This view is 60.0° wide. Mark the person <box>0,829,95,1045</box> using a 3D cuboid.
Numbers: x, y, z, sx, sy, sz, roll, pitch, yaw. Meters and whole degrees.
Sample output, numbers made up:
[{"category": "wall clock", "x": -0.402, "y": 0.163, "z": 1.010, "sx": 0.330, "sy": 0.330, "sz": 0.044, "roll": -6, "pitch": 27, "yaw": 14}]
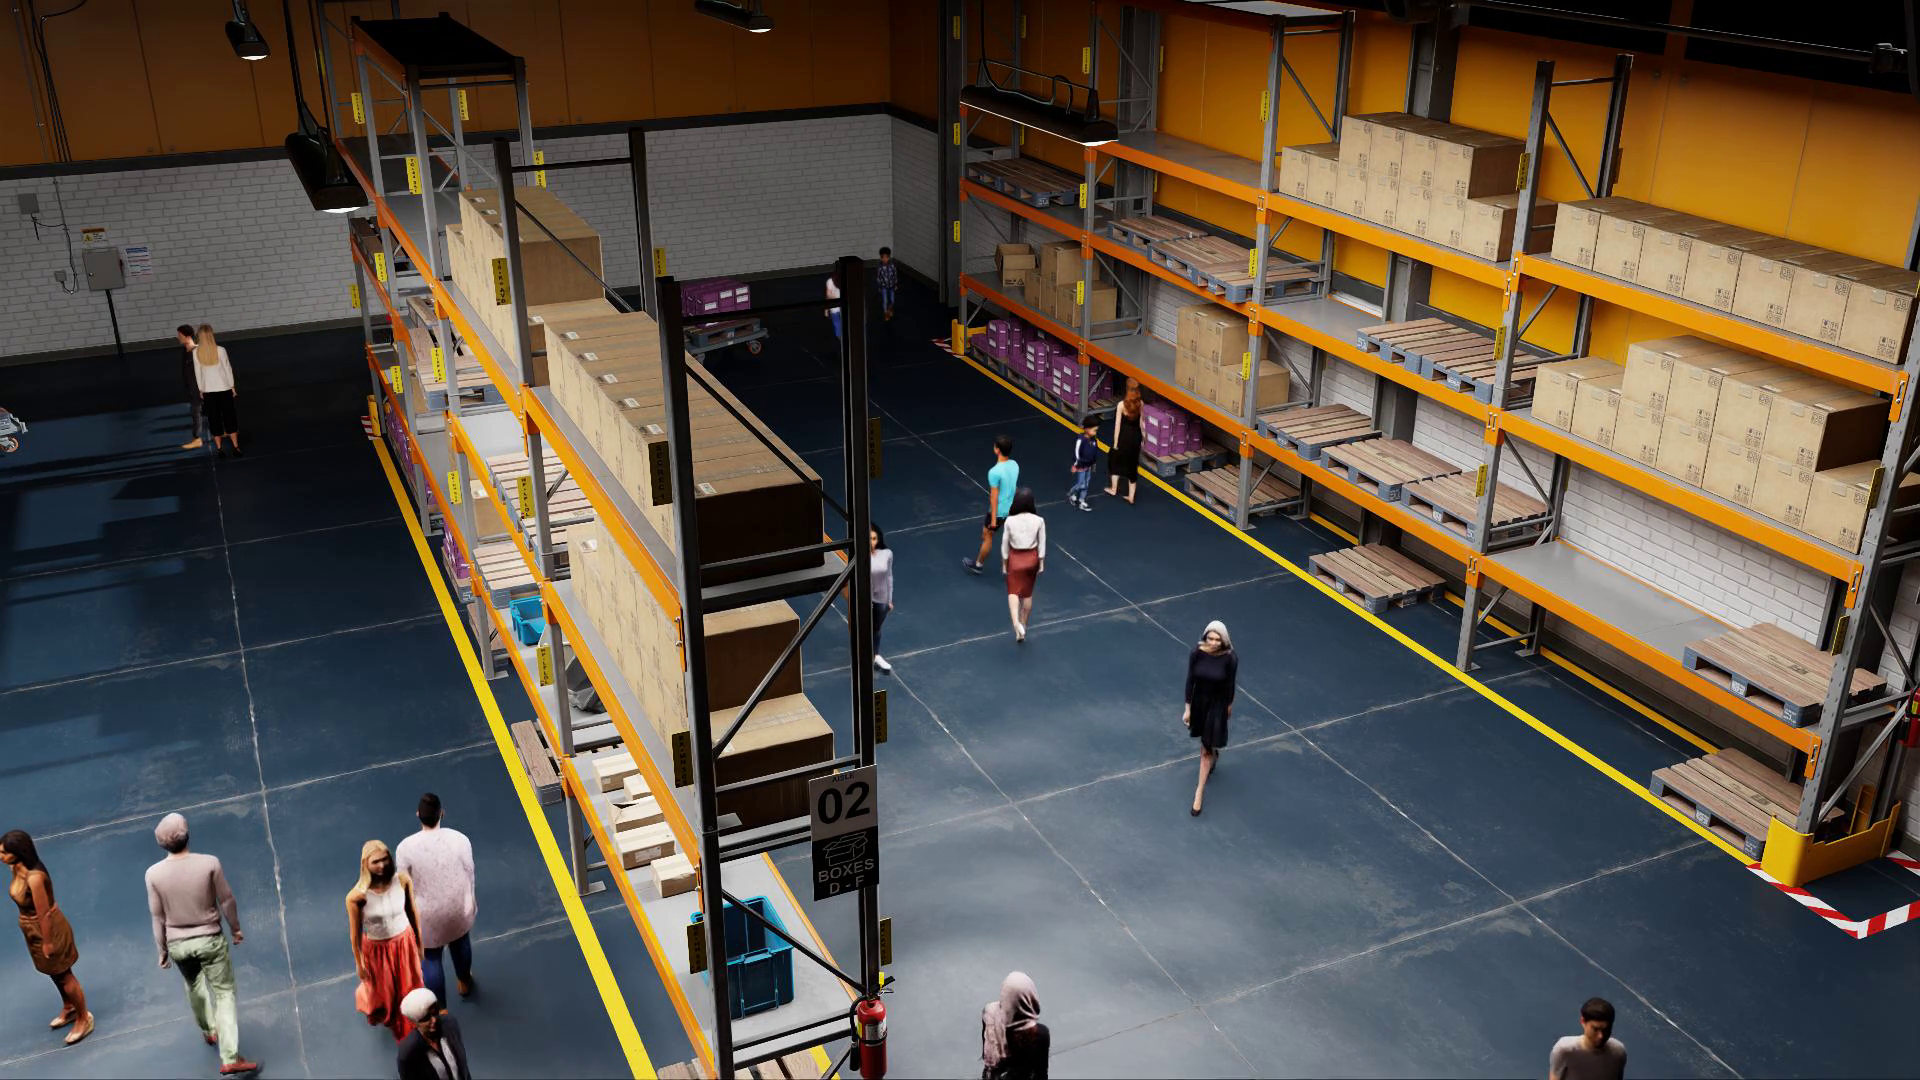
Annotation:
[{"category": "person", "x": -6.343, "y": 2.730, "z": 11.552, "sx": 0.587, "sy": 1.684, "sz": 0.698, "roll": 18, "pitch": 29, "yaw": 35}]

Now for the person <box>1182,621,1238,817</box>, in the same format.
[{"category": "person", "x": 2.171, "y": 1.452, "z": 14.462, "sx": 1.112, "sy": 1.696, "sz": 1.141, "roll": 9, "pitch": 25, "yaw": 20}]

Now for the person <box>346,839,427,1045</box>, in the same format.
[{"category": "person", "x": -3.921, "y": 2.775, "z": 11.320, "sx": 0.776, "sy": 1.789, "sz": 1.039, "roll": -18, "pitch": 29, "yaw": -35}]

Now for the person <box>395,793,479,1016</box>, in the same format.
[{"category": "person", "x": -3.688, "y": 2.625, "z": 11.757, "sx": 0.703, "sy": 1.713, "sz": 0.865, "roll": -9, "pitch": 25, "yaw": -19}]

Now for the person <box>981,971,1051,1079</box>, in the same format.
[{"category": "person", "x": 0.284, "y": 3.387, "z": 10.168, "sx": 1.098, "sy": 1.589, "sz": 1.135, "roll": 10, "pitch": 25, "yaw": 21}]

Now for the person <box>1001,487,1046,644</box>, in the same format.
[{"category": "person", "x": 0.648, "y": 0.312, "z": 17.020, "sx": 0.797, "sy": 1.737, "sz": 0.951, "roll": -1, "pitch": 24, "yaw": -2}]

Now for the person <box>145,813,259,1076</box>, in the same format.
[{"category": "person", "x": -5.159, "y": 2.786, "z": 11.243, "sx": 0.738, "sy": 1.831, "sz": 1.101, "roll": -7, "pitch": 25, "yaw": -16}]

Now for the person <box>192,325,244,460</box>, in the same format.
[{"category": "person", "x": -9.850, "y": -1.956, "z": 22.057, "sx": 0.641, "sy": 1.859, "sz": 0.570, "roll": -6, "pitch": 24, "yaw": -14}]

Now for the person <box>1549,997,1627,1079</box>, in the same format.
[{"category": "person", "x": 3.686, "y": 3.414, "z": 9.955, "sx": 0.764, "sy": 1.711, "sz": 0.829, "roll": 2, "pitch": 24, "yaw": 5}]

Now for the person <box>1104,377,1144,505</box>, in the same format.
[{"category": "person", "x": 2.131, "y": -1.209, "z": 20.656, "sx": 0.600, "sy": 1.610, "sz": 0.733, "roll": -10, "pitch": 26, "yaw": -22}]

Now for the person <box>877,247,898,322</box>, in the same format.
[{"category": "person", "x": -1.248, "y": -4.376, "z": 28.360, "sx": 0.585, "sy": 1.243, "sz": 0.685, "roll": -4, "pitch": 24, "yaw": -10}]

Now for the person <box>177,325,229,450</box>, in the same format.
[{"category": "person", "x": -10.304, "y": -2.107, "z": 22.609, "sx": 0.832, "sy": 1.692, "sz": 1.011, "roll": -18, "pitch": 29, "yaw": -35}]

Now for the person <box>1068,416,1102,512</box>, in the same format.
[{"category": "person", "x": 1.507, "y": -0.962, "z": 20.600, "sx": 0.608, "sy": 1.203, "sz": 0.667, "roll": -16, "pitch": 28, "yaw": -33}]

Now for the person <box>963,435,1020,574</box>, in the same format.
[{"category": "person", "x": 0.553, "y": -0.262, "z": 18.352, "sx": 1.237, "sy": 1.722, "sz": 0.932, "roll": 21, "pitch": 31, "yaw": 39}]

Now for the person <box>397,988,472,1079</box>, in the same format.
[{"category": "person", "x": -3.114, "y": 3.362, "z": 9.985, "sx": 0.770, "sy": 1.770, "sz": 0.842, "roll": 19, "pitch": 30, "yaw": 37}]
